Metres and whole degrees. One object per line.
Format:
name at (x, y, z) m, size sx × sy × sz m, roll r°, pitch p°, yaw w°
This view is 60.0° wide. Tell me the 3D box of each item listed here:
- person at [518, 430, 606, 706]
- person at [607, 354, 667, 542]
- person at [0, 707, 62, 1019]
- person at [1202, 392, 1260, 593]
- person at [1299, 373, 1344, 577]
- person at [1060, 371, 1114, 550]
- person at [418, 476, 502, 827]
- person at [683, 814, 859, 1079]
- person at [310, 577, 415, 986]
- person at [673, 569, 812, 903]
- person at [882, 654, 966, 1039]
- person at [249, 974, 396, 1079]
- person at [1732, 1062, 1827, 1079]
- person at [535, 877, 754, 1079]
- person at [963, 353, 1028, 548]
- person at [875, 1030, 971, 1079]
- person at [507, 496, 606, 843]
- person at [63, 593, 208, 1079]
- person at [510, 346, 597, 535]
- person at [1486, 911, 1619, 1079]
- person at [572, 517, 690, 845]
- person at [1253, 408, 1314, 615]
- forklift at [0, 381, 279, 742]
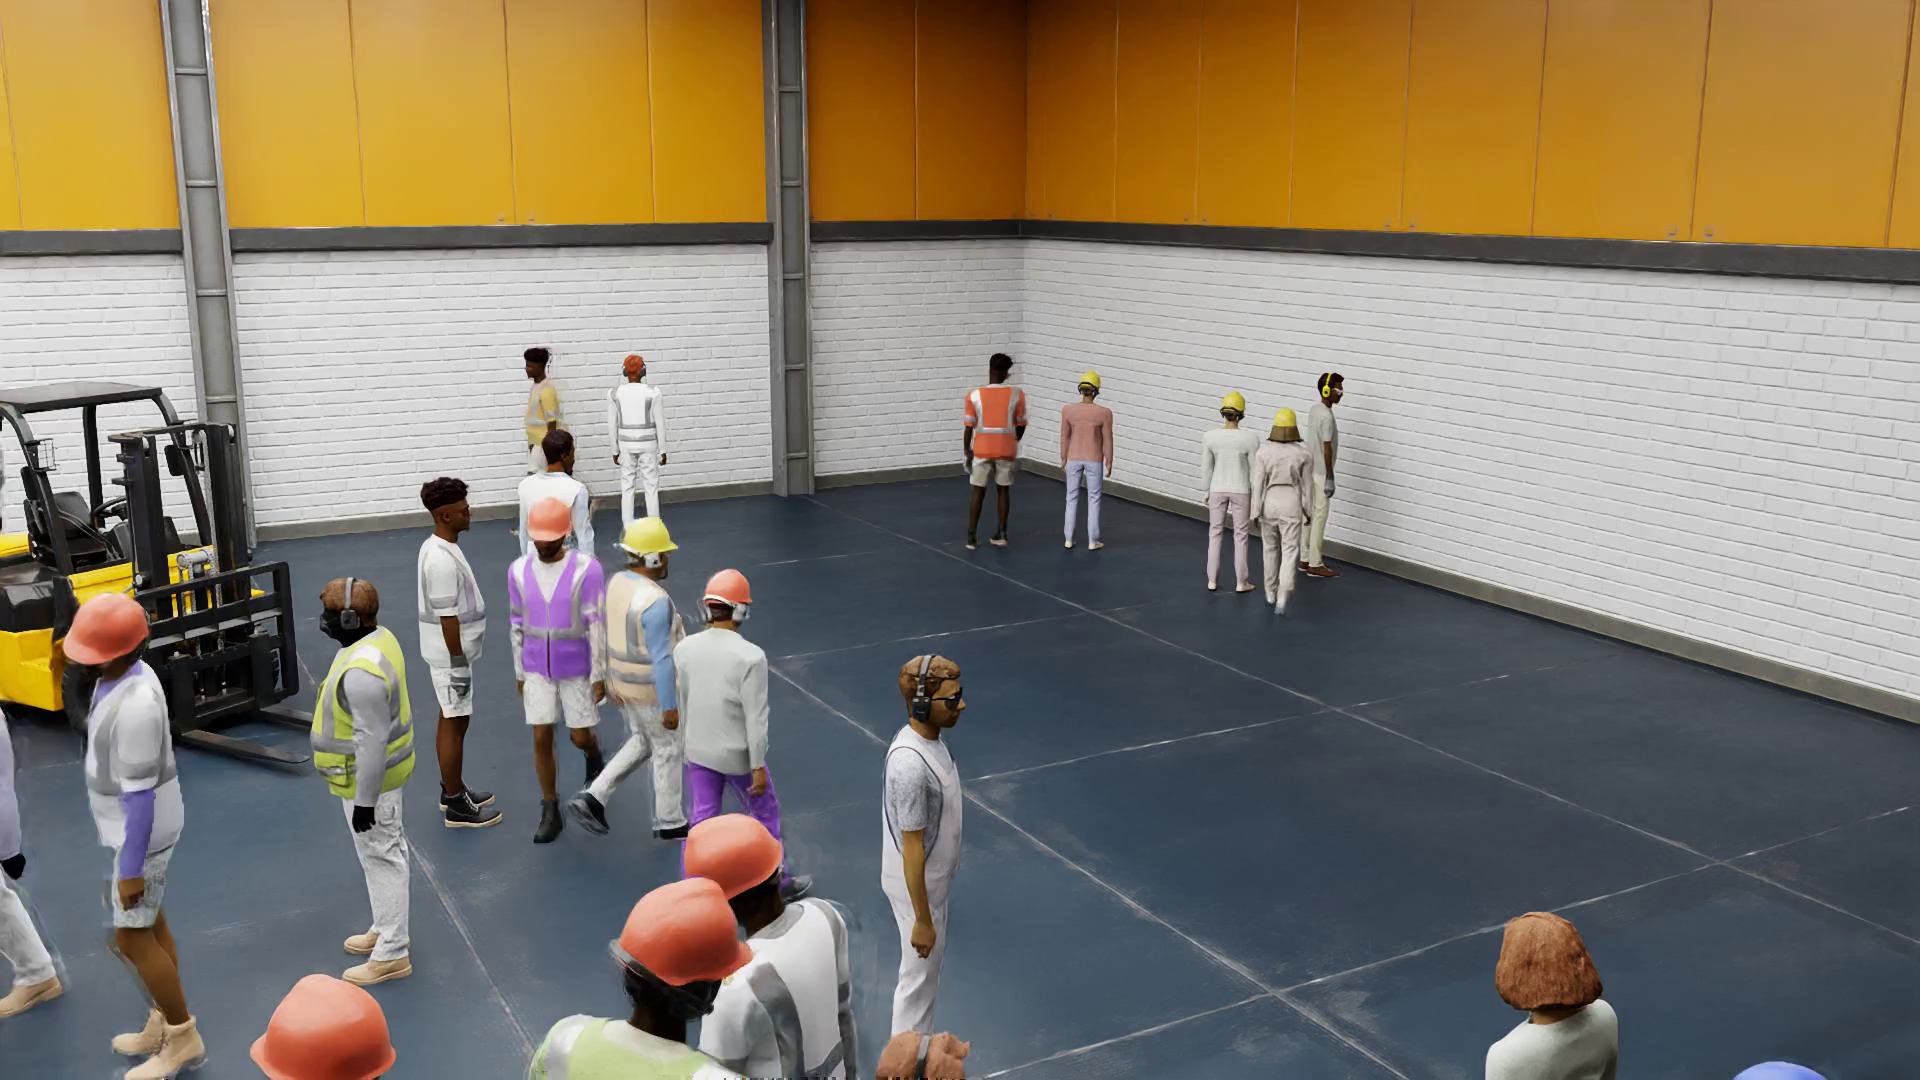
person at (-2.722, 0.209, 11.273) m, size 0.597 × 1.916 × 0.372 m, roll 7°, pitch 14°, yaw 28°
person at (-3.204, -0.906, 16.581) m, size 0.576 × 1.883 × 0.355 m, roll 1°, pitch 12°, yaw 3°
person at (-4.201, 1.222, 6.827) m, size 0.634 × 1.794 × 0.934 m, roll 9°, pitch 15°, yaw 37°
person at (2.369, -0.411, 14.540) m, size 0.524 × 1.769 × 0.308 m, roll 5°, pitch 13°, yaw 22°
person at (3.312, -0.599, 15.188) m, size 0.317 × 1.863 × 0.523 m, roll -1°, pitch 12°, yaw -5°
person at (1.240, -0.770, 16.256) m, size 0.531 × 1.755 × 0.339 m, roll 4°, pitch 13°, yaw 16°
person at (-2.811, 0.615, 9.257) m, size 0.367 × 1.965 × 0.604 m, roll -4°, pitch 13°, yaw -20°
person at (-0.582, 1.636, 4.665) m, size 0.707 × 1.886 × 0.587 m, roll 4°, pitch 13°, yaw 18°
person at (-2.660, 1.065, 7.440) m, size 0.430 × 1.845 × 0.621 m, roll -3°, pitch 12°, yaw -14°
person at (-1.067, 0.987, 8.088) m, size 0.585 × 1.712 × 0.779 m, roll 8°, pitch 14°, yaw 32°
person at (-0.121, 1.319, 6.239) m, size 0.333 × 1.844 × 0.515 m, roll 1°, pitch 12°, yaw 4°
person at (-1.286, 1.841, 3.567) m, size 0.351 × 1.942 × 0.545 m, roll 11°, pitch 16°, yaw 41°
person at (1.702, 1.909, 3.334) m, size 0.836 × 1.917 × 0.635 m, roll -8°, pitch 15°, yaw -34°
person at (-0.669, 1.736, 3.870) m, size 0.632 × 2.019 × 0.435 m, roll 7°, pitch 14°, yaw 29°
person at (0.348, -0.881, 16.374) m, size 0.634 × 1.926 × 0.528 m, roll 1°, pitch 12°, yaw 3°
person at (-0.130, 1.910, 4.042) m, size 0.561 × 1.605 × 0.574 m, roll -6°, pitch 13°, yaw -25°
person at (-2.180, 0.666, 9.148) m, size 0.552 × 1.911 × 0.650 m, roll 1°, pitch 12°, yaw 6°
person at (-3.262, 1.165, 6.609) m, size 0.391 × 2.003 × 0.661 m, roll -6°, pitch 13°, yaw -26°
person at (-4.200, -1.032, 17.052) m, size 0.842 × 1.938 × 0.612 m, roll -4°, pitch 13°, yaw -19°
person at (1.583, 1.793, 4.539) m, size 0.502 × 1.629 × 0.289 m, roll -8°, pitch 14°, yaw -32°
person at (-1.709, 0.775, 8.862) m, size 0.622 × 1.815 × 0.606 m, roll -8°, pitch 15°, yaw -34°
person at (2.686, -0.246, 13.908) m, size 0.496 × 1.708 × 0.816 m, roll 4°, pitch 13°, yaw 18°
forklift at (-5.853, 0.085, 11.199) m, size 2.313 × 2.155 × 1.214 m, roll 7°, pitch 14°, yaw 28°
